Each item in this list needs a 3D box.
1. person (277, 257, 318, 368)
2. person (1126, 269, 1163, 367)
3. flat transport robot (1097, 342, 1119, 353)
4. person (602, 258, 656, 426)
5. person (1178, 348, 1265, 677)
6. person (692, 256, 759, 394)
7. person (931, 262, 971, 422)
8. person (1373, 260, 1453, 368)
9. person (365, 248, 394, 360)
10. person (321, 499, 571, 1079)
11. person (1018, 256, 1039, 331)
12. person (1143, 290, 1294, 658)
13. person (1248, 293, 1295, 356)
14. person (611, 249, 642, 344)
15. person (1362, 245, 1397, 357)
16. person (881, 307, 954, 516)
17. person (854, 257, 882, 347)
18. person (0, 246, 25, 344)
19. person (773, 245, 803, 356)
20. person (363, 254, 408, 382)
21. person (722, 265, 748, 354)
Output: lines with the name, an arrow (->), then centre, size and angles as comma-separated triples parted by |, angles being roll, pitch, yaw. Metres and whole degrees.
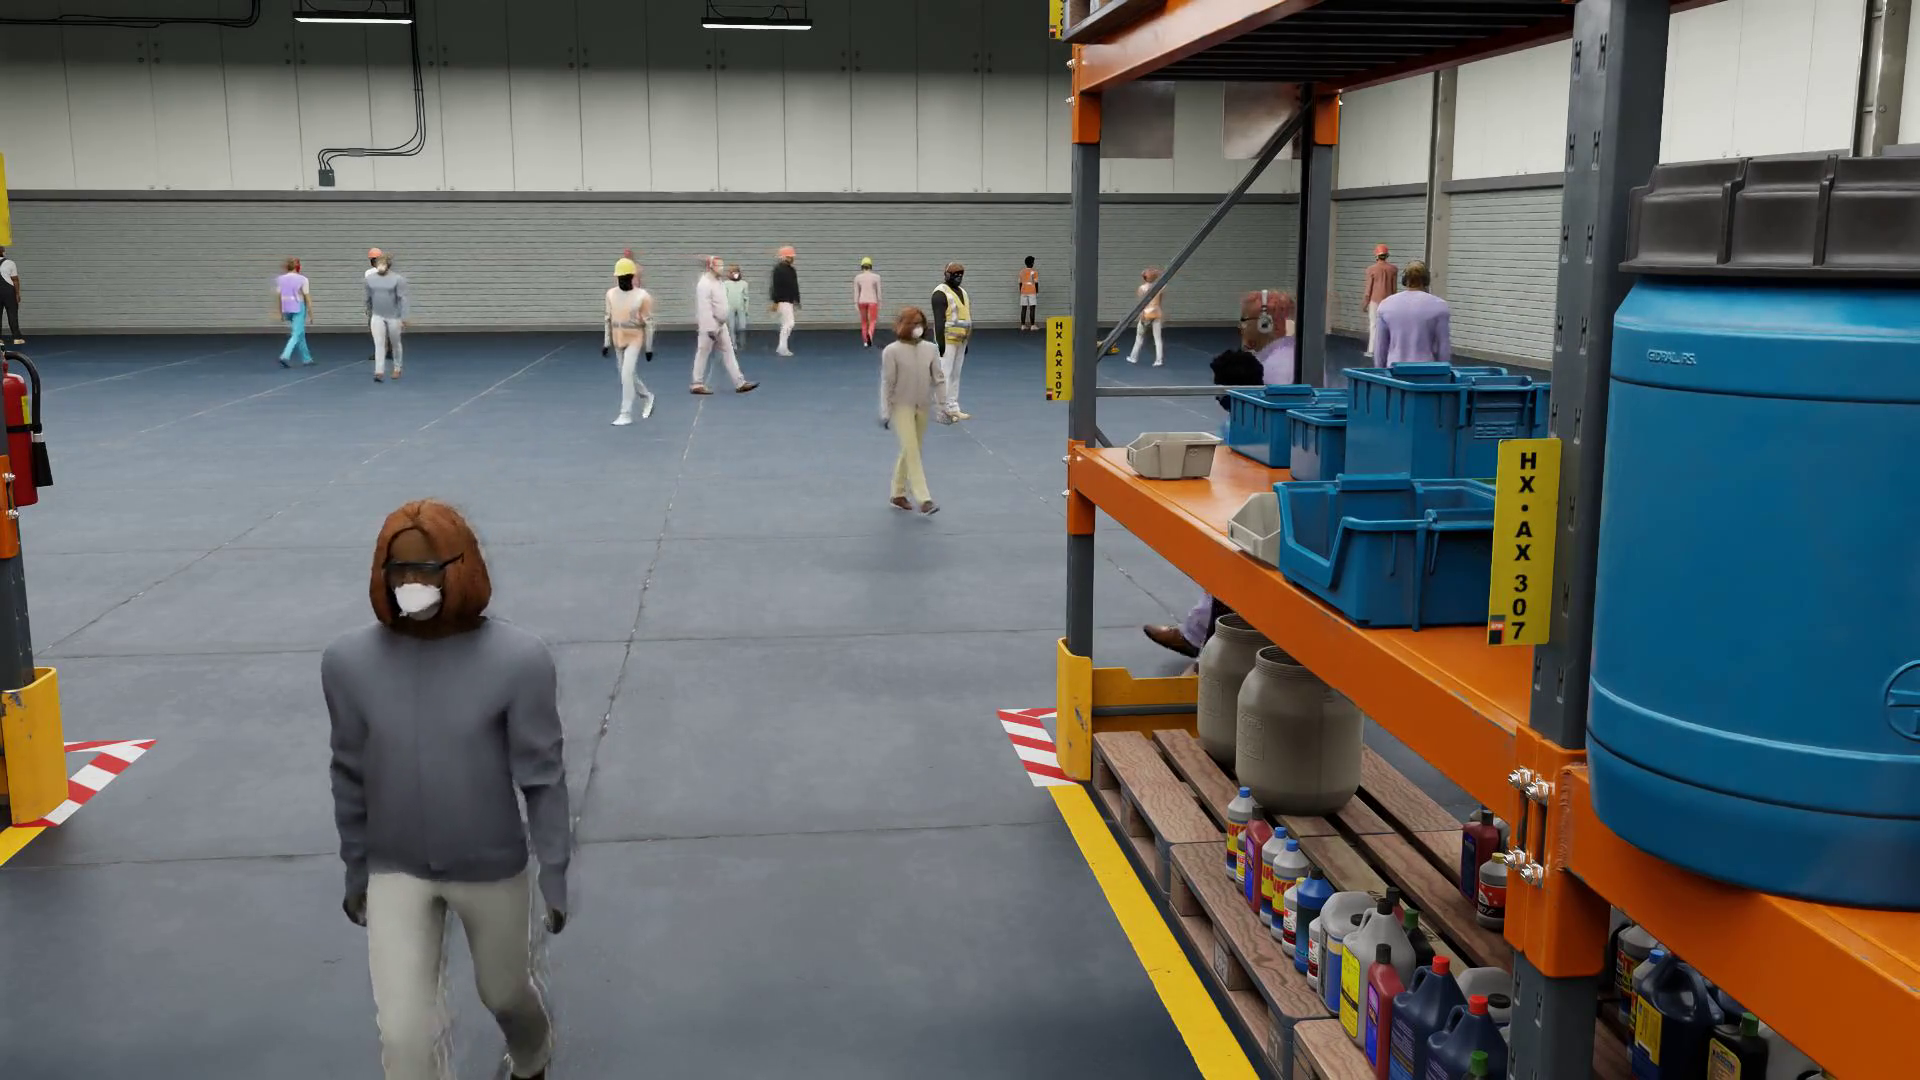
person -> -10.910, -3.731, 27.244 | 0.572, 1.812, 0.917 | 4, 11, 20
person -> 3.107, -3.684, 27.573 | 0.514, 1.594, 0.857 | -6, 12, -28
flat transport robot -> 2.255, -3.449, 29.933 | 0.652, 0.197, 1.431 | 6, 12, 31
person -> -3.763, -2.287, 19.110 | 0.586, 1.901, 0.866 | 6, 12, 28
person -> 1.273, -0.018, 7.347 | 0.835, 1.645, 0.526 | 4, 11, 23
person -> -3.220, -2.887, 22.458 | 0.964, 1.862, 0.676 | 3, 11, 15
person -> -0.084, -2.293, 19.299 | 0.430, 1.841, 0.624 | 6, 12, 28
person -> 3.891, -1.423, 14.290 | 0.666, 1.928, 0.476 | 5, 12, 27
person -> -10.095, -4.093, 28.896 | 0.357, 1.938, 0.545 | 6, 12, 30
person -> -1.086, 0.687, 3.612 | 0.507, 1.605, 0.795 | 0, 10, -3
person -> 1.576, -5.614, 37.903 | 0.532, 1.692, 0.320 | 8, 13, 36
person -> 1.440, -0.306, 8.339 | 0.997, 1.857, 0.665 | 3, 11, 15
person -> 2.932, -1.485, 15.502 | 0.540, 1.604, 0.772 | -1, 10, -3
person -> -6.648, -4.789, 32.855 | 0.727, 1.885, 0.685 | 7, 12, 32
person -> 7.476, -4.252, 29.662 | 0.636, 1.986, 0.416 | -2, 11, -13
person -> -0.317, -0.980, 12.763 | 0.518, 1.586, 0.844 | -7, 13, -35
person -> -1.785, -4.586, 32.094 | 0.541, 1.749, 0.565 | 1, 10, 8
person -> -19.070, -4.919, 33.139 | 0.677, 2.000, 0.536 | -2, 11, -11
person -> -3.078, -4.262, 29.716 | 0.510, 1.970, 0.627 | 3, 11, 18
person -> -8.494, -3.289, 24.647 | 0.653, 1.884, 1.043 | -1, 10, -4
person -> -4.093, -4.186, 30.295 | 0.506, 1.620, 0.409 | -3, 11, -17
